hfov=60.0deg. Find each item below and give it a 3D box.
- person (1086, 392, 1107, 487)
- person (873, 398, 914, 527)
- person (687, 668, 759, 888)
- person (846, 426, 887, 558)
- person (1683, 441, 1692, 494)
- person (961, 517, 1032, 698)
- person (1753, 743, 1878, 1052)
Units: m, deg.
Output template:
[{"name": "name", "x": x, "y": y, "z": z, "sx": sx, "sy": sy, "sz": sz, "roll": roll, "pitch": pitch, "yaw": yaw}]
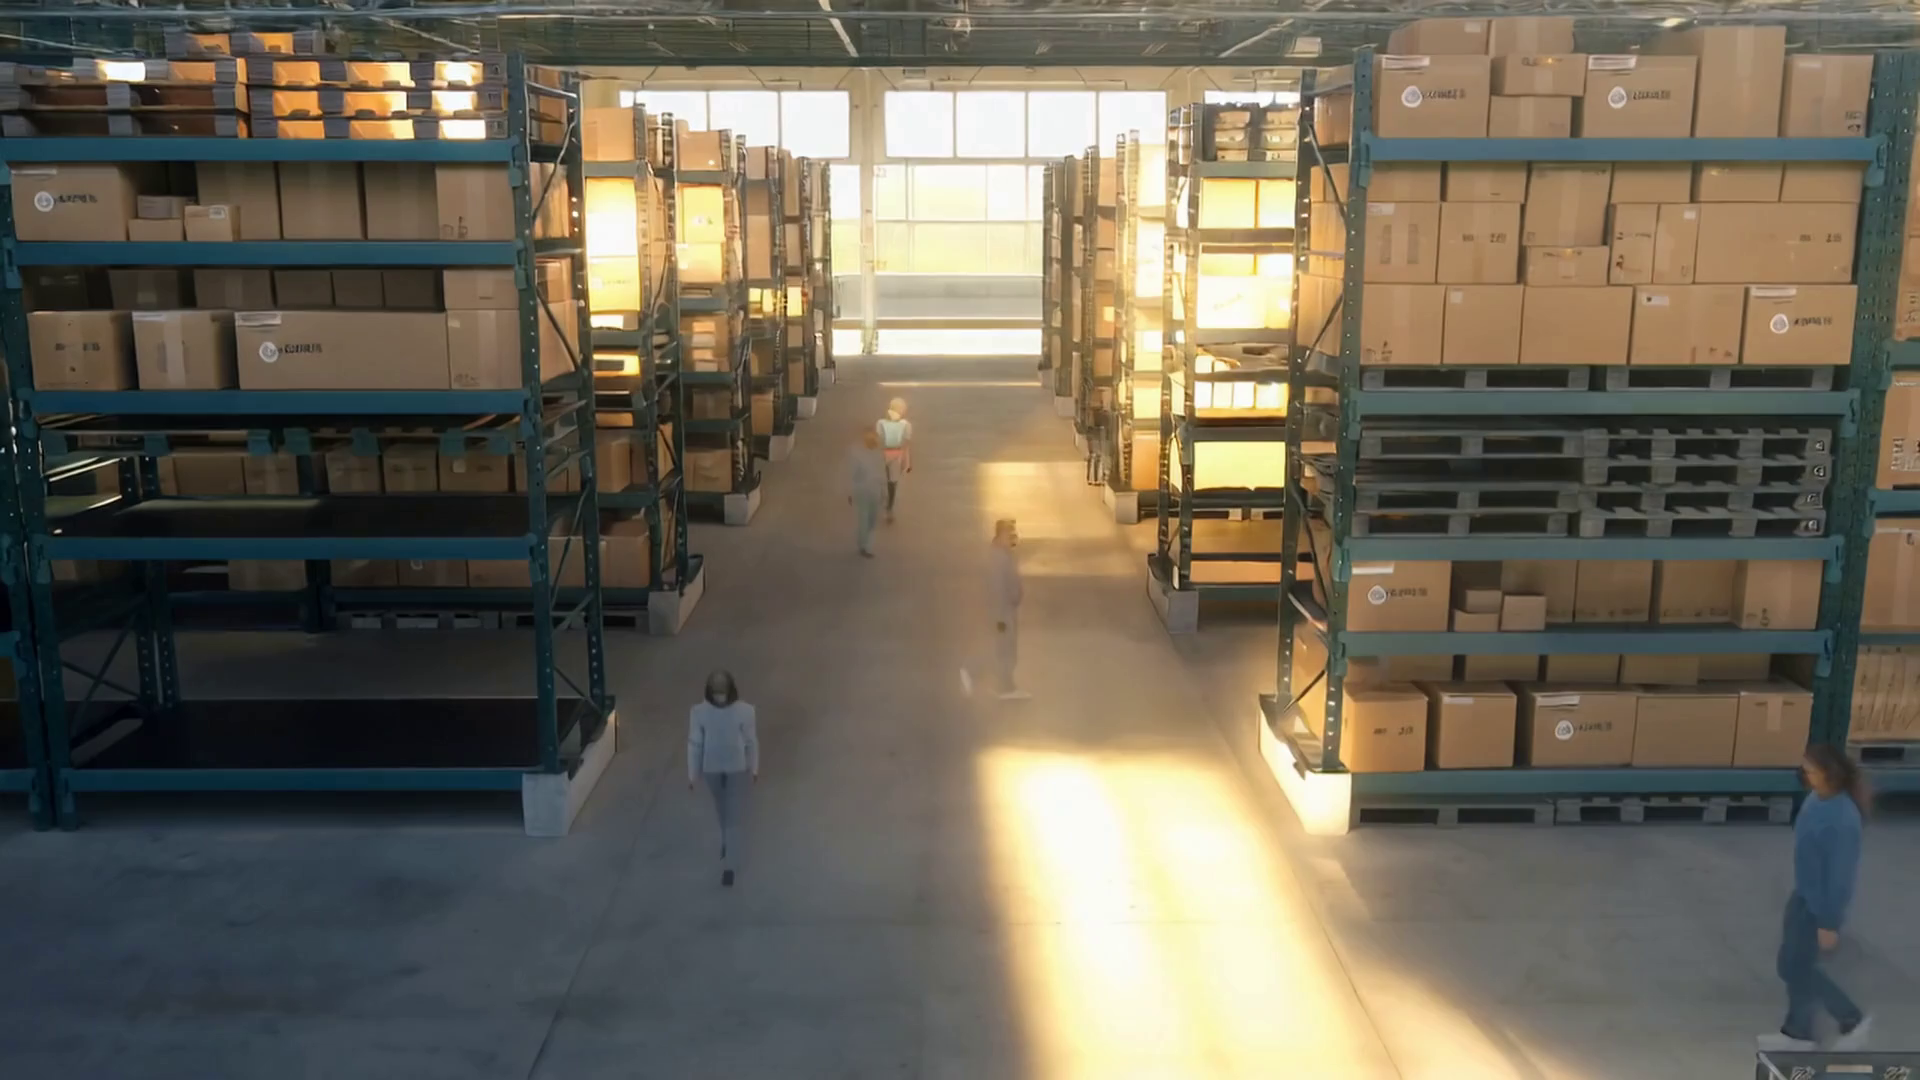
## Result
[{"name": "person", "x": 2.426, "y": -1.796, "z": 29.569, "sx": 0.318, "sy": 1.690, "sz": 0.530, "roll": -5, "pitch": 13, "yaw": -25}, {"name": "person", "x": -1.025, "y": -1.207, "z": 25.861, "sx": 0.636, "sy": 1.998, "sz": 0.942, "roll": -3, "pitch": 12, "yaw": -16}, {"name": "person", "x": -1.767, "y": 1.718, "z": 12.398, "sx": 0.515, "sy": 1.589, "sz": 0.878, "roll": 0, "pitch": 11, "yaw": -1}, {"name": "person", "x": -1.351, "y": -0.717, "z": 23.738, "sx": 0.675, "sy": 1.884, "sz": 0.595, "roll": -7, "pitch": 13, "yaw": -31}, {"name": "person", "x": 10.683, "y": -0.862, "z": 24.628, "sx": 0.684, "sy": 1.806, "sz": 0.611, "roll": 0, "pitch": 11, "yaw": 1}, {"name": "person", "x": 0.384, "y": 0.699, "z": 16.693, "sx": 0.635, "sy": 1.889, "sz": 0.661, "roll": 0, "pitch": 11, "yaw": -1}, {"name": "person", "x": 5.000, "y": 2.110, "z": 9.628, "sx": 0.513, "sy": 1.919, "sz": 0.644, "roll": 3, "pitch": 12, "yaw": 15}]
